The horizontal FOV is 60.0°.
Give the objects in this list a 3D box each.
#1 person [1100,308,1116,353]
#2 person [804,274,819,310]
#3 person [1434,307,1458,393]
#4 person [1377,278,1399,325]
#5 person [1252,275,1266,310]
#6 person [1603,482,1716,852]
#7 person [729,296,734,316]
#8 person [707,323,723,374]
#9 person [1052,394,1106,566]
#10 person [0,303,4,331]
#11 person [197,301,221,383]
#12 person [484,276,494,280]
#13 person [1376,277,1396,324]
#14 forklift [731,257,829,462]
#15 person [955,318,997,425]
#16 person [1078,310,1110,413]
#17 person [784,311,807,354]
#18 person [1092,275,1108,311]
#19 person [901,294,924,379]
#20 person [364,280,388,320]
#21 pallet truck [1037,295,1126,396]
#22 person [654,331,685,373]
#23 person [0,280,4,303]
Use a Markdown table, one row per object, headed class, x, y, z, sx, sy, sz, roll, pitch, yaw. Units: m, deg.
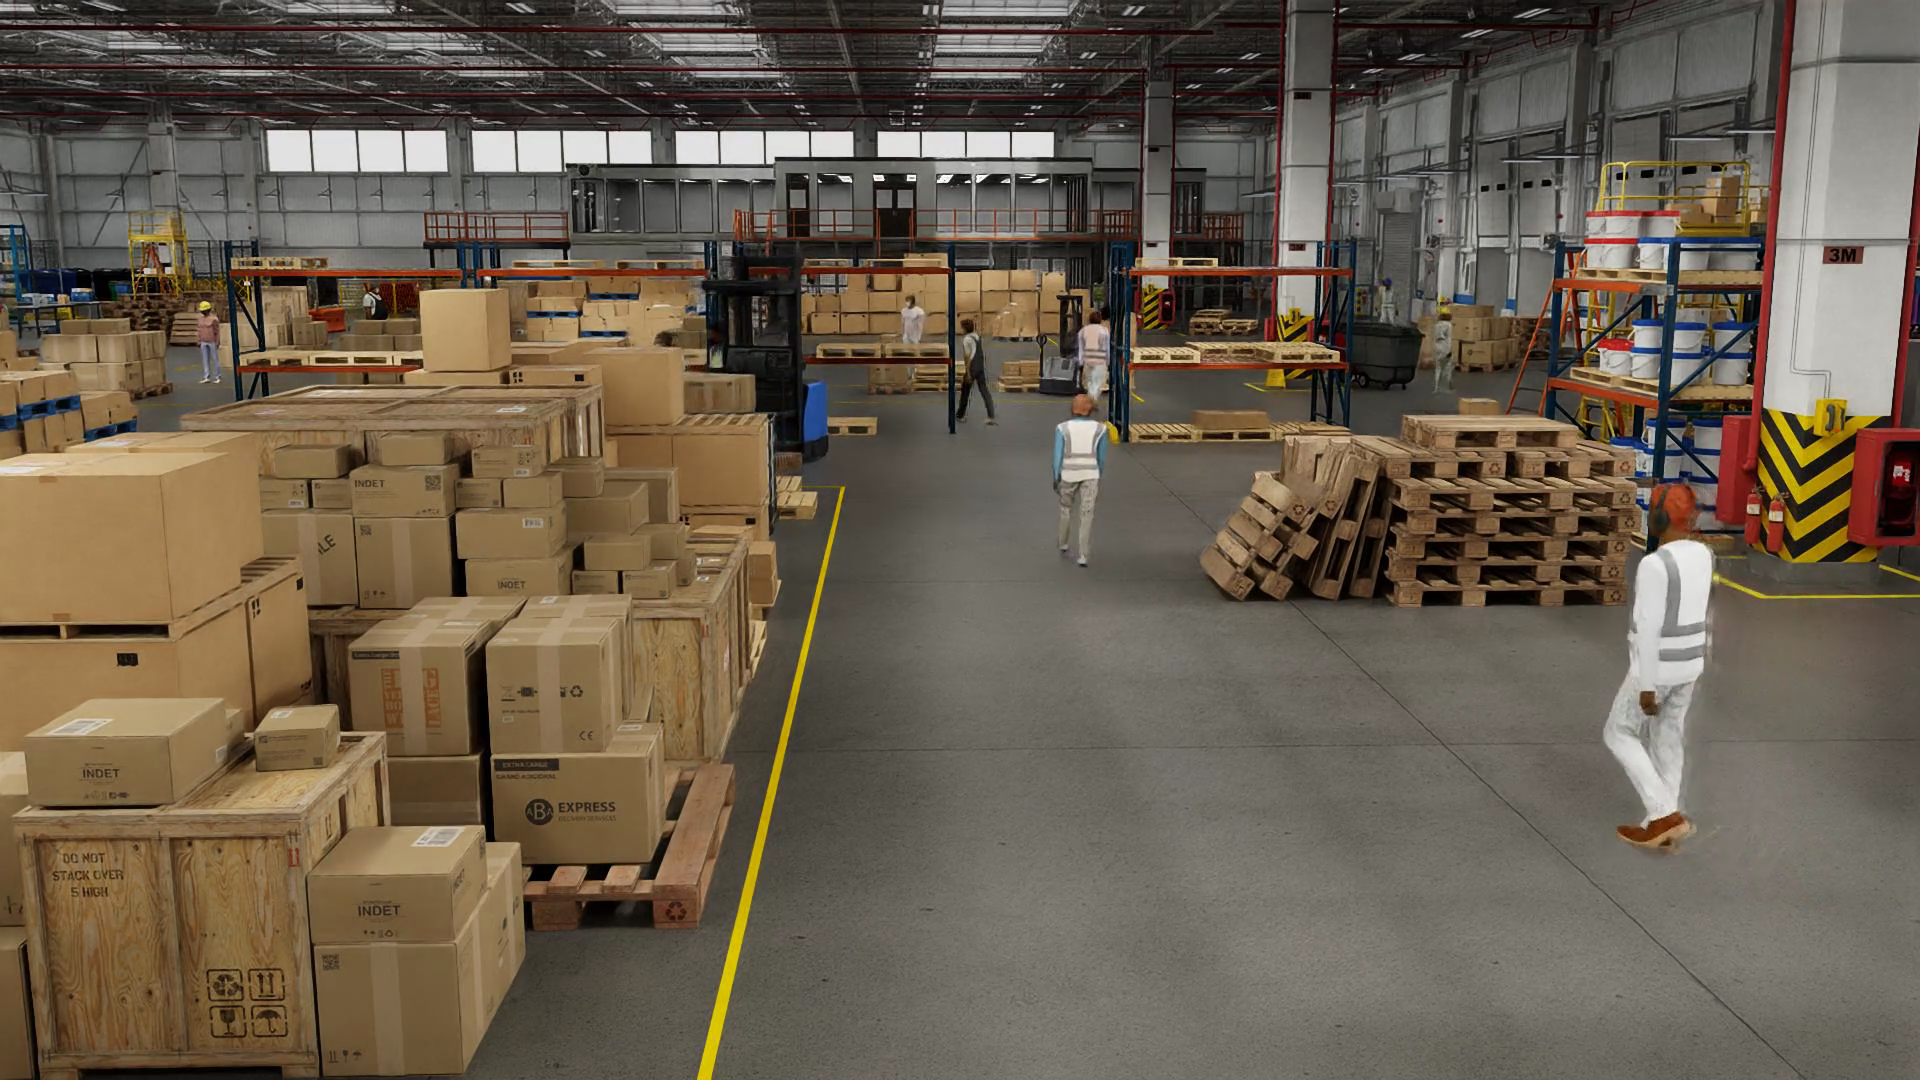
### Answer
| class | x | y | z | sx | sy | sz | roll | pitch | yaw |
| --- | --- | --- | --- | --- | --- | --- | --- | --- | --- |
| person | 3.020 | -4.010 | 34.714 | 0.555 | 1.646 | 0.900 | -10 | 14 | -43 |
| person | -5.198 | -8.396 | 58.411 | 0.546 | 1.930 | 0.392 | -4 | 11 | -22 |
| person | 9.756 | -3.814 | 33.444 | 0.542 | 1.717 | 0.512 | -5 | 11 | -25 |
| person | 13.018 | -7.003 | 50.628 | 0.647 | 1.933 | 0.437 | 5 | 11 | 27 |
| person | 13.319 | -11.249 | 74.205 | 0.650 | 1.956 | 0.900 | -2 | 10 | -10 |
| person | 3.464 | 0.636 | 8.250 | 0.584 | 1.867 | 0.408 | -6 | 12 | -32 |
| person | -4.912 | -4.365 | 36.158 | 0.328 | 1.861 | 0.501 | 5 | 11 | 26 |
| person | -3.416 | -2.102 | 23.416 | 0.562 | 1.895 | 0.632 | -6 | 12 | -29 |
| person | 1.124 | -0.584 | 15.813 | 0.510 | 1.590 | 0.901 | 0 | 10 | -1 |
| person | -18.722 | -3.693 | 32.252 | 0.540 | 1.916 | 0.498 | 5 | 11 | 25 |
| person | -16.146 | -4.239 | 35.726 | 0.522 | 1.761 | 0.322 | 2 | 10 | 11 |
| person | -19.777 | -10.415 | 69.953 | 0.571 | 1.828 | 1.008 | 0 | 10 | -1 |
| person | 14.177 | -7.791 | 55.217 | 1.015 | 1.865 | 0.622 | -9 | 14 | -41 |
| forklift | -2.588 | -2.457 | 22.667 | 1.129 | 2.768 | 1.873 | 3 | 11 | 15 |
| person | 0.237 | -2.795 | 27.641 | 1.002 | 1.775 | 0.551 | 9 | 14 | 42 |
| person | 2.378 | -3.144 | 29.426 | 0.637 | 1.828 | 0.537 | 6 | 12 | 29 |
| person | -2.856 | -2.872 | 27.704 | 0.746 | 1.907 | 0.591 | 0 | 10 | -1 |
| person | 4.992 | -8.559 | 59.562 | 0.629 | 1.840 | 0.429 | 6 | 12 | 31 |
| person | -1.105 | -4.356 | 35.998 | 0.655 | 1.888 | 0.985 | 7 | 13 | 36 |
| person | -15.221 | -5.769 | 43.459 | 0.536 | 2.000 | 0.688 | 2 | 10 | 9 |
| pallet truck | 2.483 | -3.881 | 33.060 | 1.885 | 1.965 | 0.823 | -7 | 13 | -36 |
| person | -3.823 | -1.737 | 21.411 | 1.000 | 1.885 | 0.658 | -8 | 13 | -39 |
| person | -35.537 | -8.922 | 61.124 | 0.891 | 2.012 | 0.612 | 9 | 14 | 41 |
